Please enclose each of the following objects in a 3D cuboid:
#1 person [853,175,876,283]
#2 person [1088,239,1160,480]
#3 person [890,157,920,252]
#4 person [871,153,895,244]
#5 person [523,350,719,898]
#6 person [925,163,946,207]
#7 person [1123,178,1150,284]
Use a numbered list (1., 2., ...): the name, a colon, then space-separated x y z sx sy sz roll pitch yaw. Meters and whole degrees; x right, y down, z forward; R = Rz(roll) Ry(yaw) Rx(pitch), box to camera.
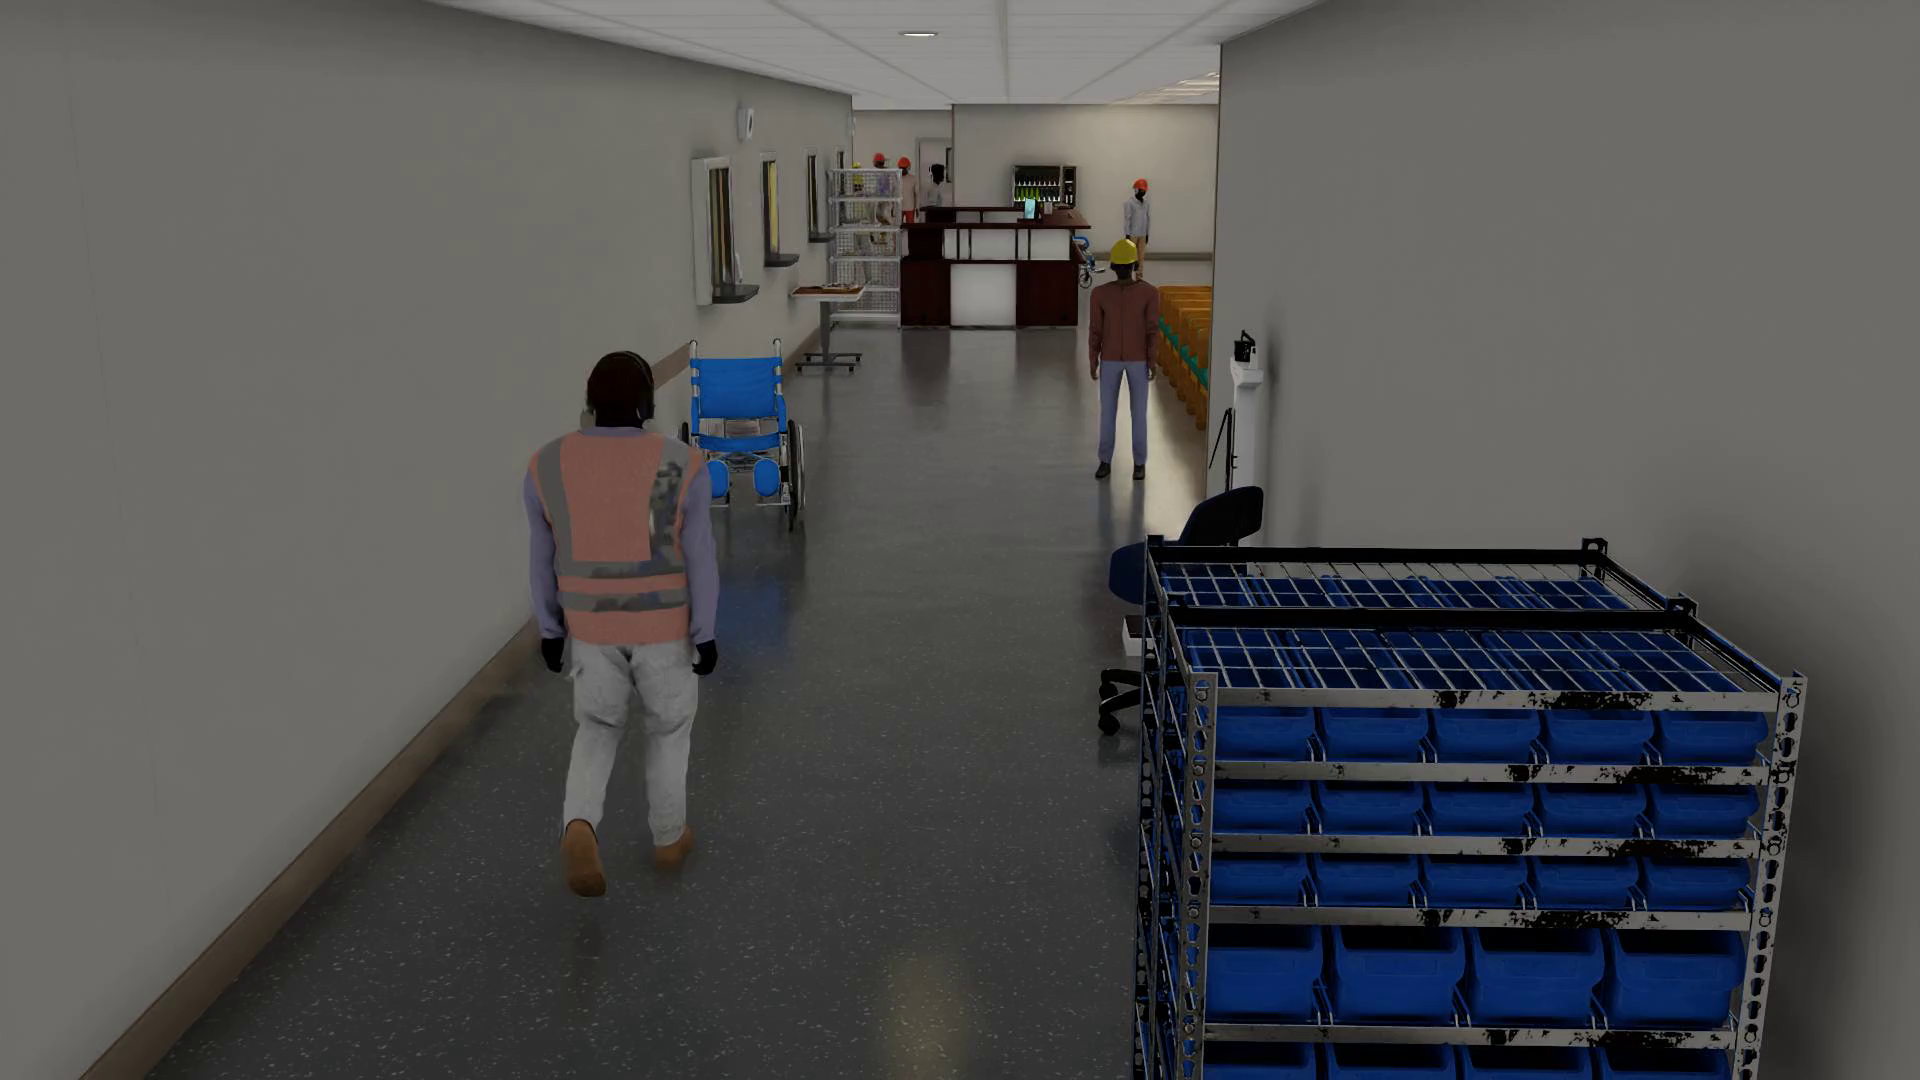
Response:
1. person: -1.660 -5.013 27.055 0.596 1.814 0.452 -3 14 -13
2. person: 1.190 -1.308 12.127 0.518 1.756 0.349 3 14 10
3. person: -1.106 -6.653 33.330 0.612 1.991 0.392 2 14 8
4. person: -1.709 -7.646 37.293 0.563 2.023 0.632 0 14 2
5. person: -1.114 0.295 5.497 0.630 1.824 0.689 1 14 4
6. person: -0.381 -5.647 29.321 0.463 1.948 0.624 -1 14 -6
7. person: 2.936 -5.073 27.427 0.565 1.743 0.355 -11 18 -38
